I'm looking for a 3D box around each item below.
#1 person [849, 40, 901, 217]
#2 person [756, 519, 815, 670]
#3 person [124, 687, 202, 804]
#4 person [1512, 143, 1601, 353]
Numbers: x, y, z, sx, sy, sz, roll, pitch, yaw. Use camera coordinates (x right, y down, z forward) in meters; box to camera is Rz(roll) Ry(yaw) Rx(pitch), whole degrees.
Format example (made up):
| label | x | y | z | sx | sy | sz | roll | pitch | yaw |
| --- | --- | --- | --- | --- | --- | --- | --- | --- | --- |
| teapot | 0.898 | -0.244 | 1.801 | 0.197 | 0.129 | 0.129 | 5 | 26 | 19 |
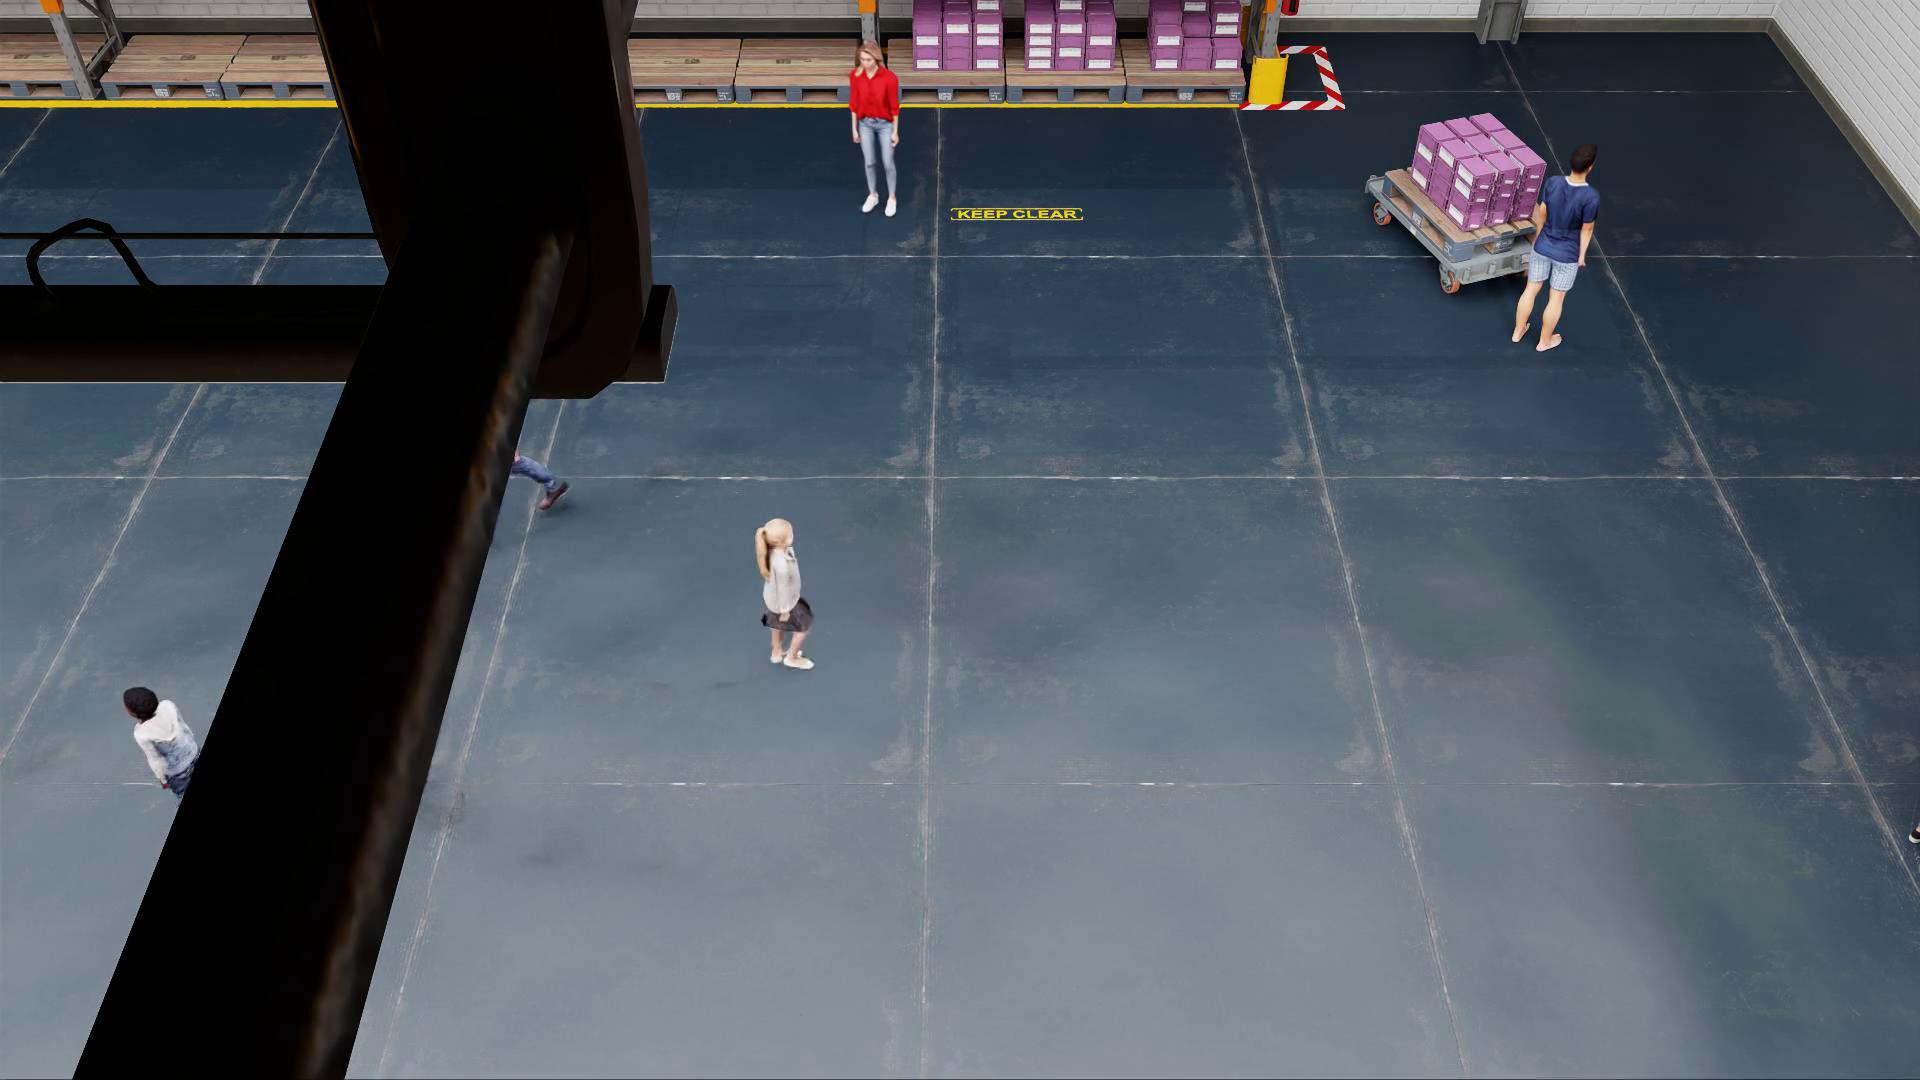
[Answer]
| label | x | y | z | sx | sy | sz | roll | pitch | yaw |
| --- | --- | --- | --- | --- | --- | --- | --- | --- | --- |
| person | -0.743 | -3.711 | 14.929 | 0.546 | 1.700 | 0.726 | 8 | 44 | 9 |
| person | -1.226 | 0.379 | 10.949 | 0.628 | 1.267 | 0.589 | -11 | 45 | -12 |
| person | -4.662 | 1.317 | 9.976 | 0.744 | 1.252 | 0.620 | 16 | 46 | 17 |
| person | 4.815 | -2.349 | 13.390 | 0.696 | 1.850 | 0.769 | 31 | 52 | 28 |
